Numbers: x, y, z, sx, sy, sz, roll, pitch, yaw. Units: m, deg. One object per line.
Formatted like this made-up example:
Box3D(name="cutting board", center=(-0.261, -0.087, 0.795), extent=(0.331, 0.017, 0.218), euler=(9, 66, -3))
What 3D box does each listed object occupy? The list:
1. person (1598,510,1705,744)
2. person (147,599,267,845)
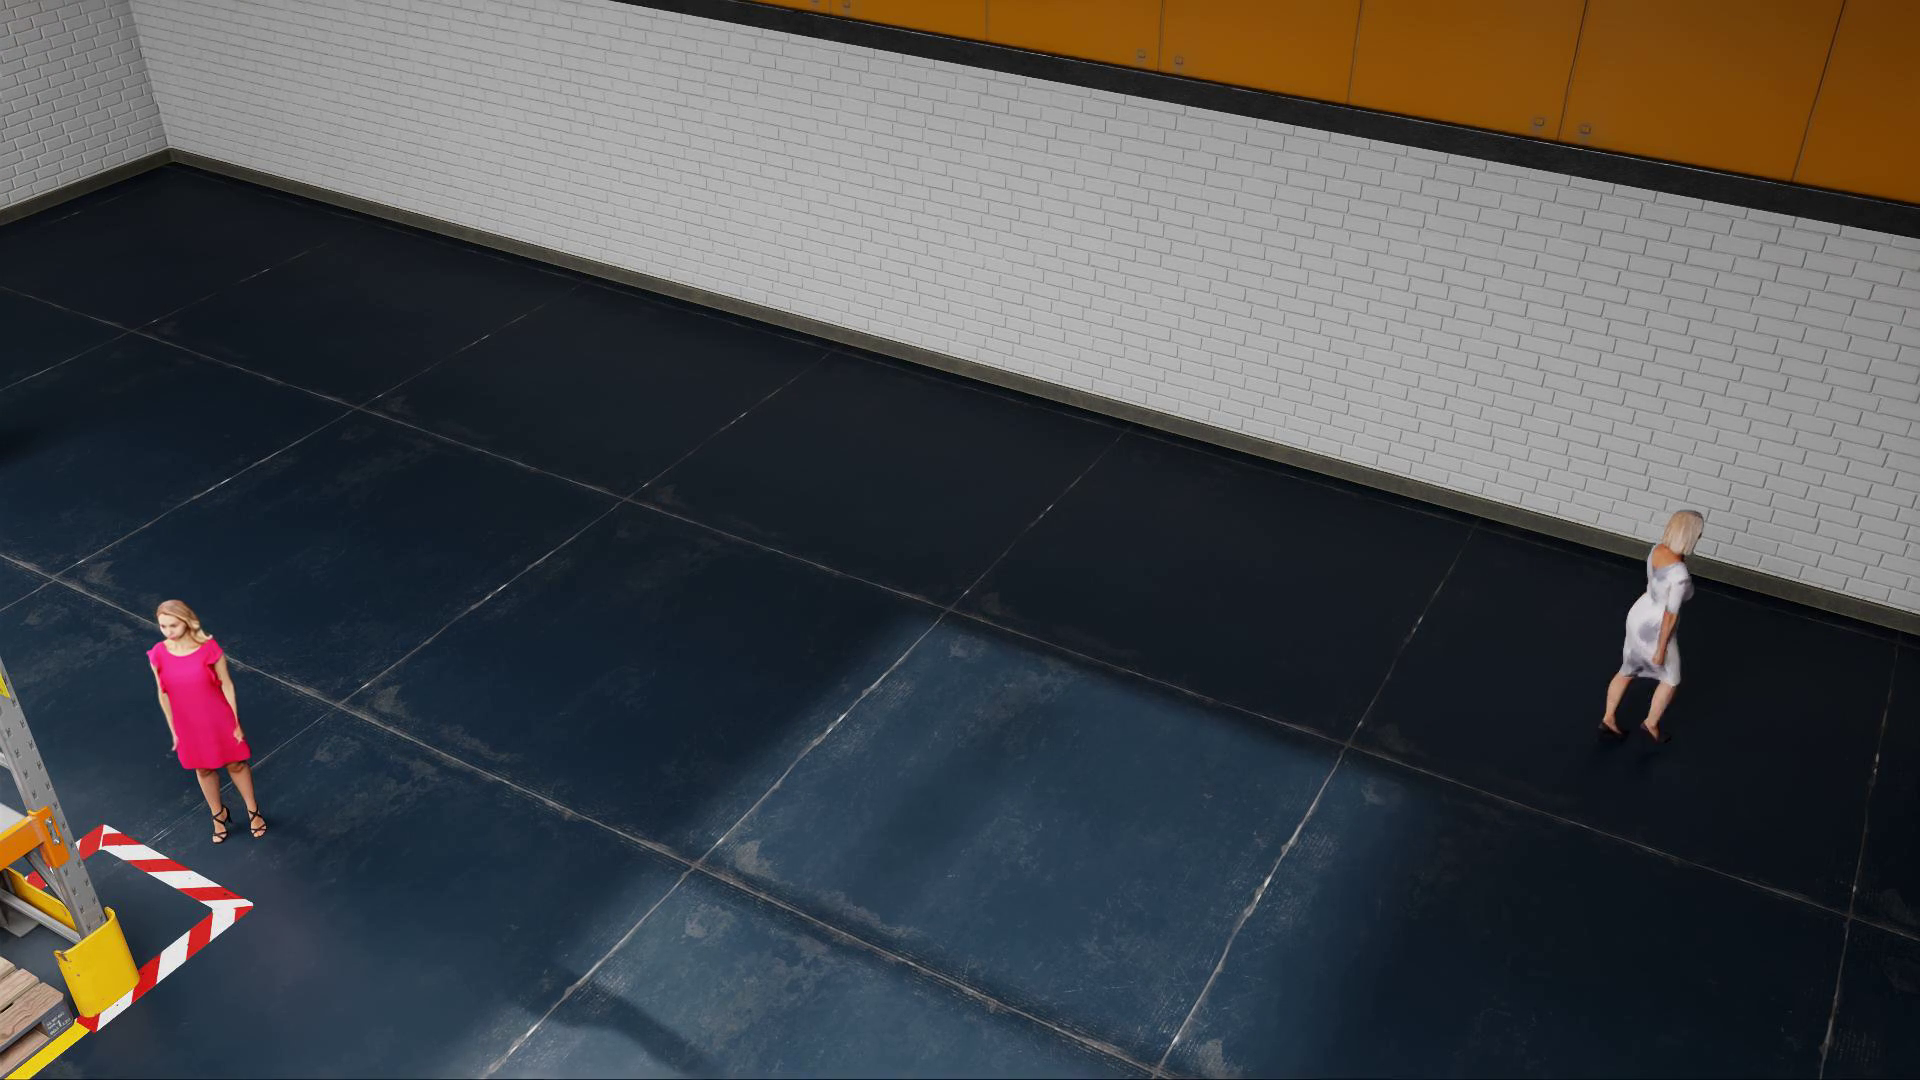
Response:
Box3D(name="person", center=(4.243, 0.584, 10.369), extent=(0.839, 1.732, 0.781), euler=(-5, 34, -7))
Box3D(name="person", center=(-4.383, 1.047, 9.676), extent=(0.663, 1.728, 0.714), euler=(-6, 34, -9))
